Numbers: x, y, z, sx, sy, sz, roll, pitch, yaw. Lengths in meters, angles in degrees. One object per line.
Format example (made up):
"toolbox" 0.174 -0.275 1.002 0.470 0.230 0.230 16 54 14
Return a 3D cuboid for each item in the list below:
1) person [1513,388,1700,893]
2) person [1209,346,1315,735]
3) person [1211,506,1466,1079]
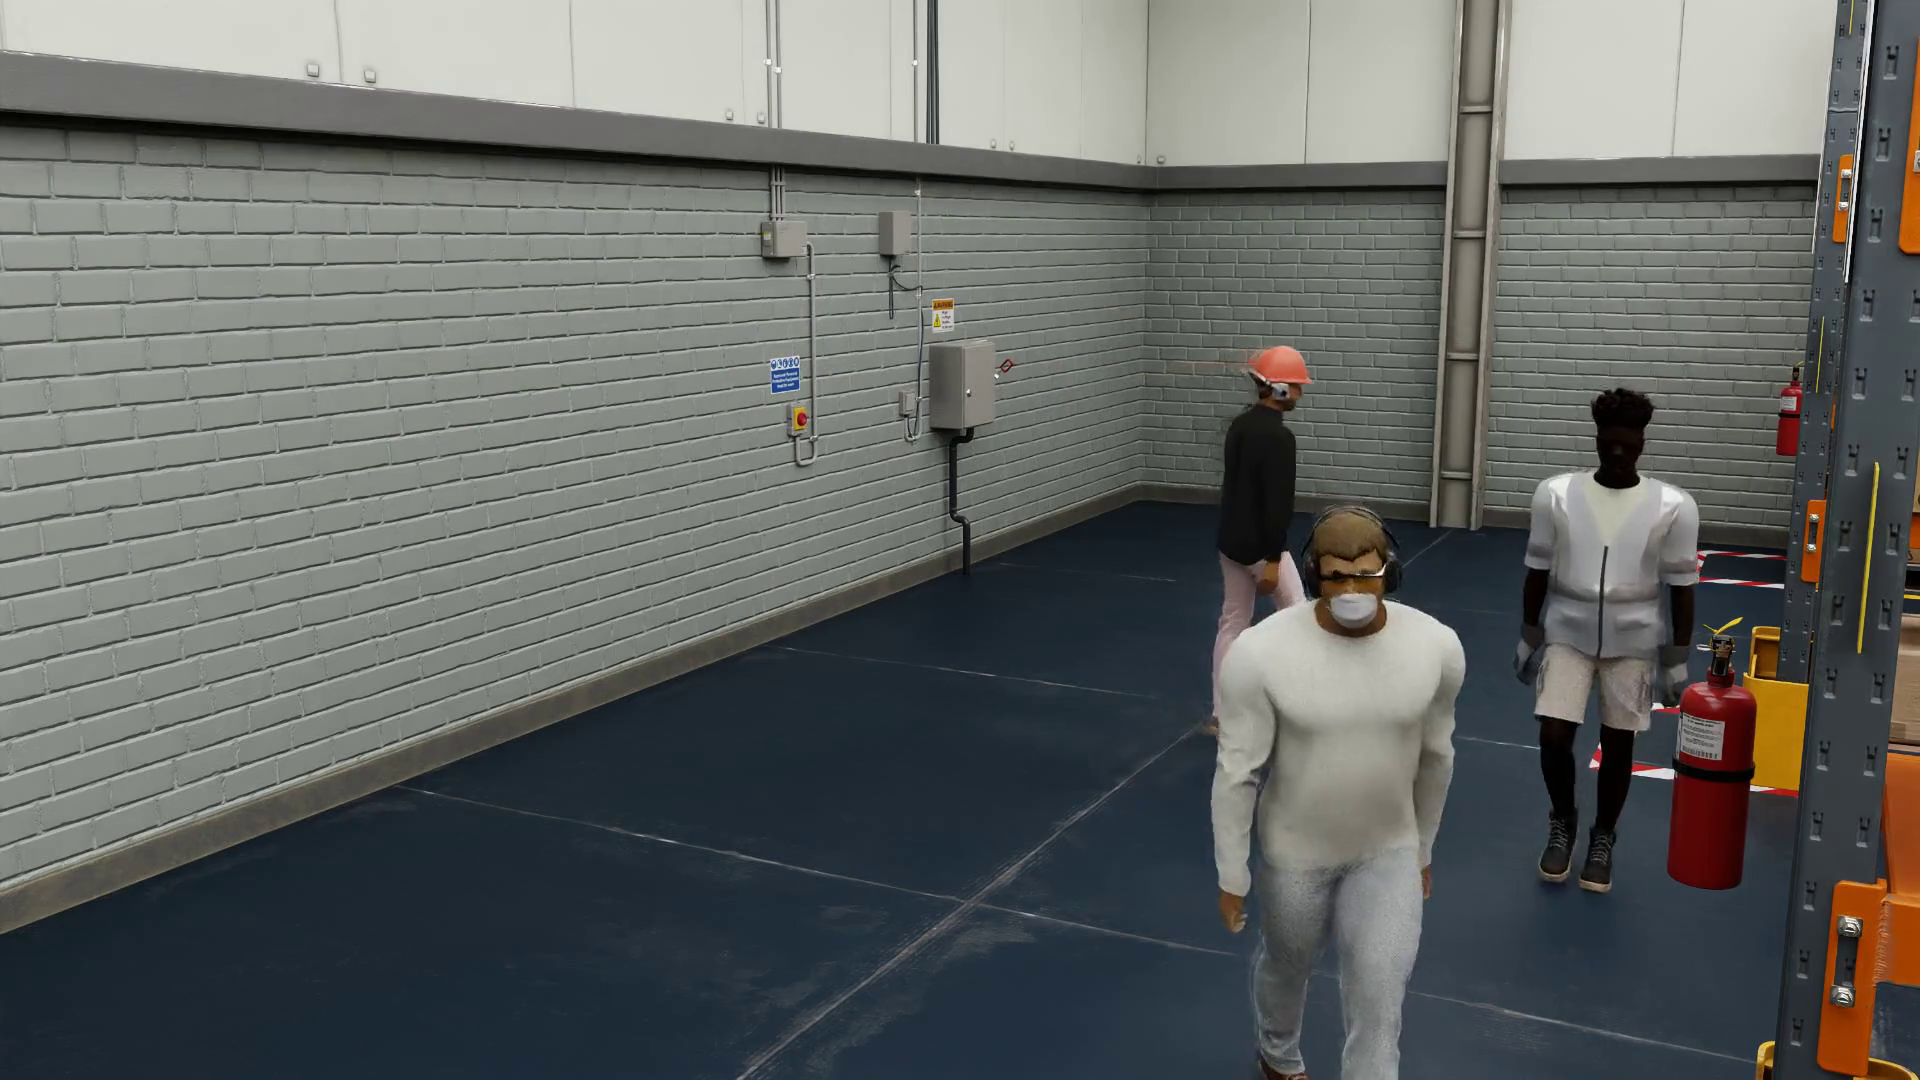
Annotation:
"person" 2.432 0.398 6.308 0.648 1.949 0.486 5 11 24
"person" 1.540 0.024 8.293 0.607 1.970 0.633 -4 11 -20
"person" 0.960 0.810 4.320 0.638 1.868 1.100 0 10 1
